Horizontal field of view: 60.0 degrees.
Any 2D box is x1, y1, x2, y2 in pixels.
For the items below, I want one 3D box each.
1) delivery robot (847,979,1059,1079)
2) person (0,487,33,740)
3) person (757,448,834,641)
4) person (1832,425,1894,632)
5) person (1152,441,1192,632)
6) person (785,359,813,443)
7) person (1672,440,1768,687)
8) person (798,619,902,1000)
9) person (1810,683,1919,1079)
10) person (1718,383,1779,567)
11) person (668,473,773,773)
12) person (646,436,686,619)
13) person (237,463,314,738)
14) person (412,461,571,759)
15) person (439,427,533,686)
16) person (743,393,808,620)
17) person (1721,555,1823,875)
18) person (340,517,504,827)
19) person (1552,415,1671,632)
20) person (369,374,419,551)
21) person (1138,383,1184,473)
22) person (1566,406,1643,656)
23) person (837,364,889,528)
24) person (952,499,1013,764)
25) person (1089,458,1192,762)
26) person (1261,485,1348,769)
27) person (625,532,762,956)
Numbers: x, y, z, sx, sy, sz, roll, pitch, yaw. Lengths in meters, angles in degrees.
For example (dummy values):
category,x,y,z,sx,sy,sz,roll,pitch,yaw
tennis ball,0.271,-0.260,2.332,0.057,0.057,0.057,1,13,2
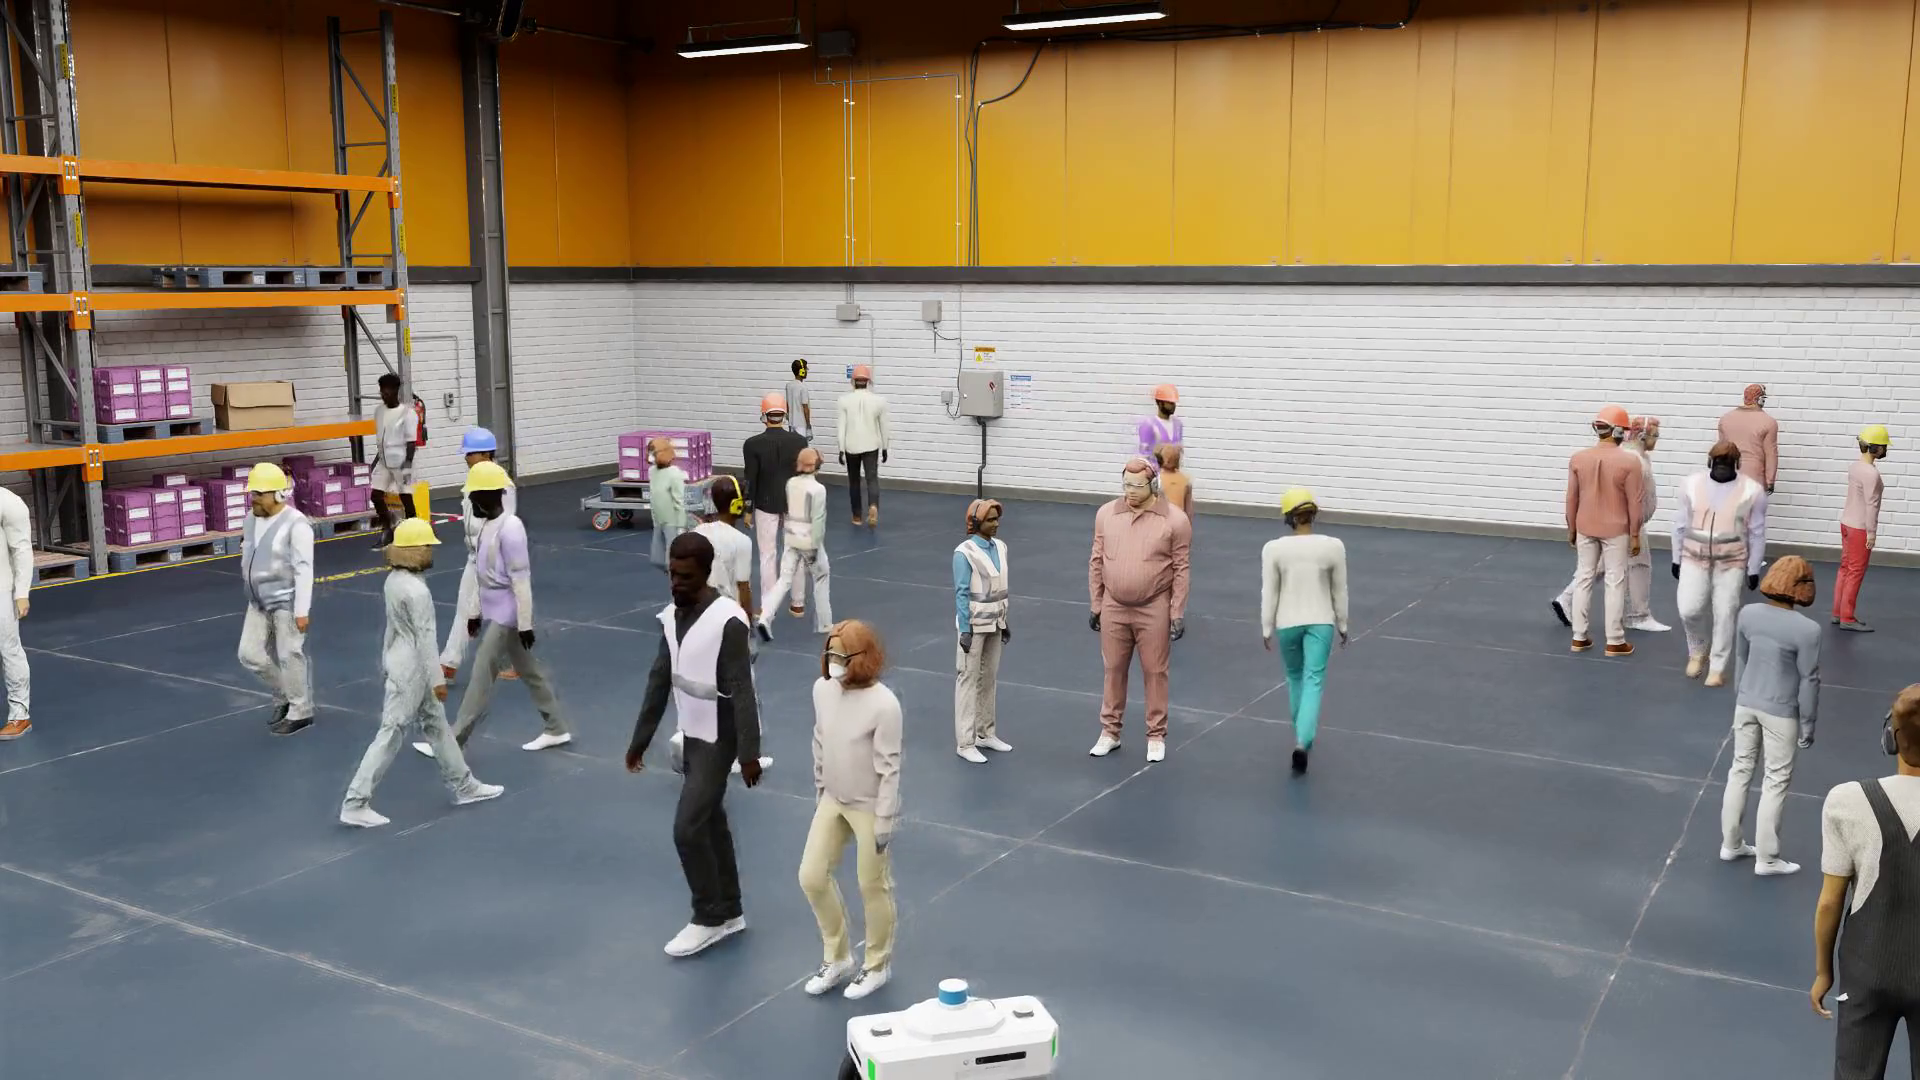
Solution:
category,x,y,z,sx,sy,sz,roll,pitch,yaw
delivery robot,-0.022,1.783,5.823,0.707,0.478,0.477,-3,9,-16
person,-6.344,0.341,10.811,0.636,1.936,0.354,1,9,5
person,-1.347,0.033,13.777,0.517,1.601,0.823,8,12,43
person,7.682,-0.101,14.139,0.340,1.757,0.518,2,9,10
person,1.728,-0.016,13.982,0.537,1.625,0.389,-6,11,-31
person,-2.181,-1.541,22.774,0.329,1.872,0.507,-8,12,-40
person,5.549,0.170,12.206,0.646,1.827,0.452,6,11,33
person,-0.476,1.127,6.878,0.518,1.614,0.462,7,12,39
person,2.808,1.331,4.943,0.504,1.840,0.345,7,11,36
person,8.181,-0.671,17.257,0.402,1.903,0.641,-6,11,-33
person,-1.436,0.525,9.943,0.535,1.850,0.633,8,12,41
person,-2.530,-0.124,14.698,0.470,1.618,0.517,-9,13,-43
person,-4.457,0.394,10.853,0.620,1.814,0.426,5,10,30
person,-2.925,0.443,10.373,1.004,1.868,0.607,-4,10,-26
person,-3.544,0.140,12.148,0.639,1.905,0.937,9,13,43
person,-1.616,-0.293,14.589,0.612,1.995,0.393,-4,10,-25
person,4.121,0.880,8.426,0.292,1.623,0.494,-4,10,-23
person,-3.044,0.717,9.224,0.923,1.696,0.503,-6,11,-31
person,5.552,-0.141,14.084,0.927,1.860,0.698,2,9,11
person,-6.164,-0.822,18.007,0.620,1.946,0.644,5,10,26
person,2.061,-0.646,17.010,0.542,1.925,0.465,-8,12,-40
person,5.136,-0.073,13.243,0.391,1.987,0.608,-9,13,-43
person,-1.148,-1.111,19.811,0.628,1.966,0.869,-1,9,-9
person,0.135,0.555,10.405,0.307,1.641,0.512,6,11,33
person,1.099,0.432,10.366,0.639,1.902,0.407,4,10,21
person,2.124,0.529,10.308,0.535,1.723,0.859,2,9,14
person,-1.179,0.903,7.390,0.558,1.900,0.615,-6,11,-32
